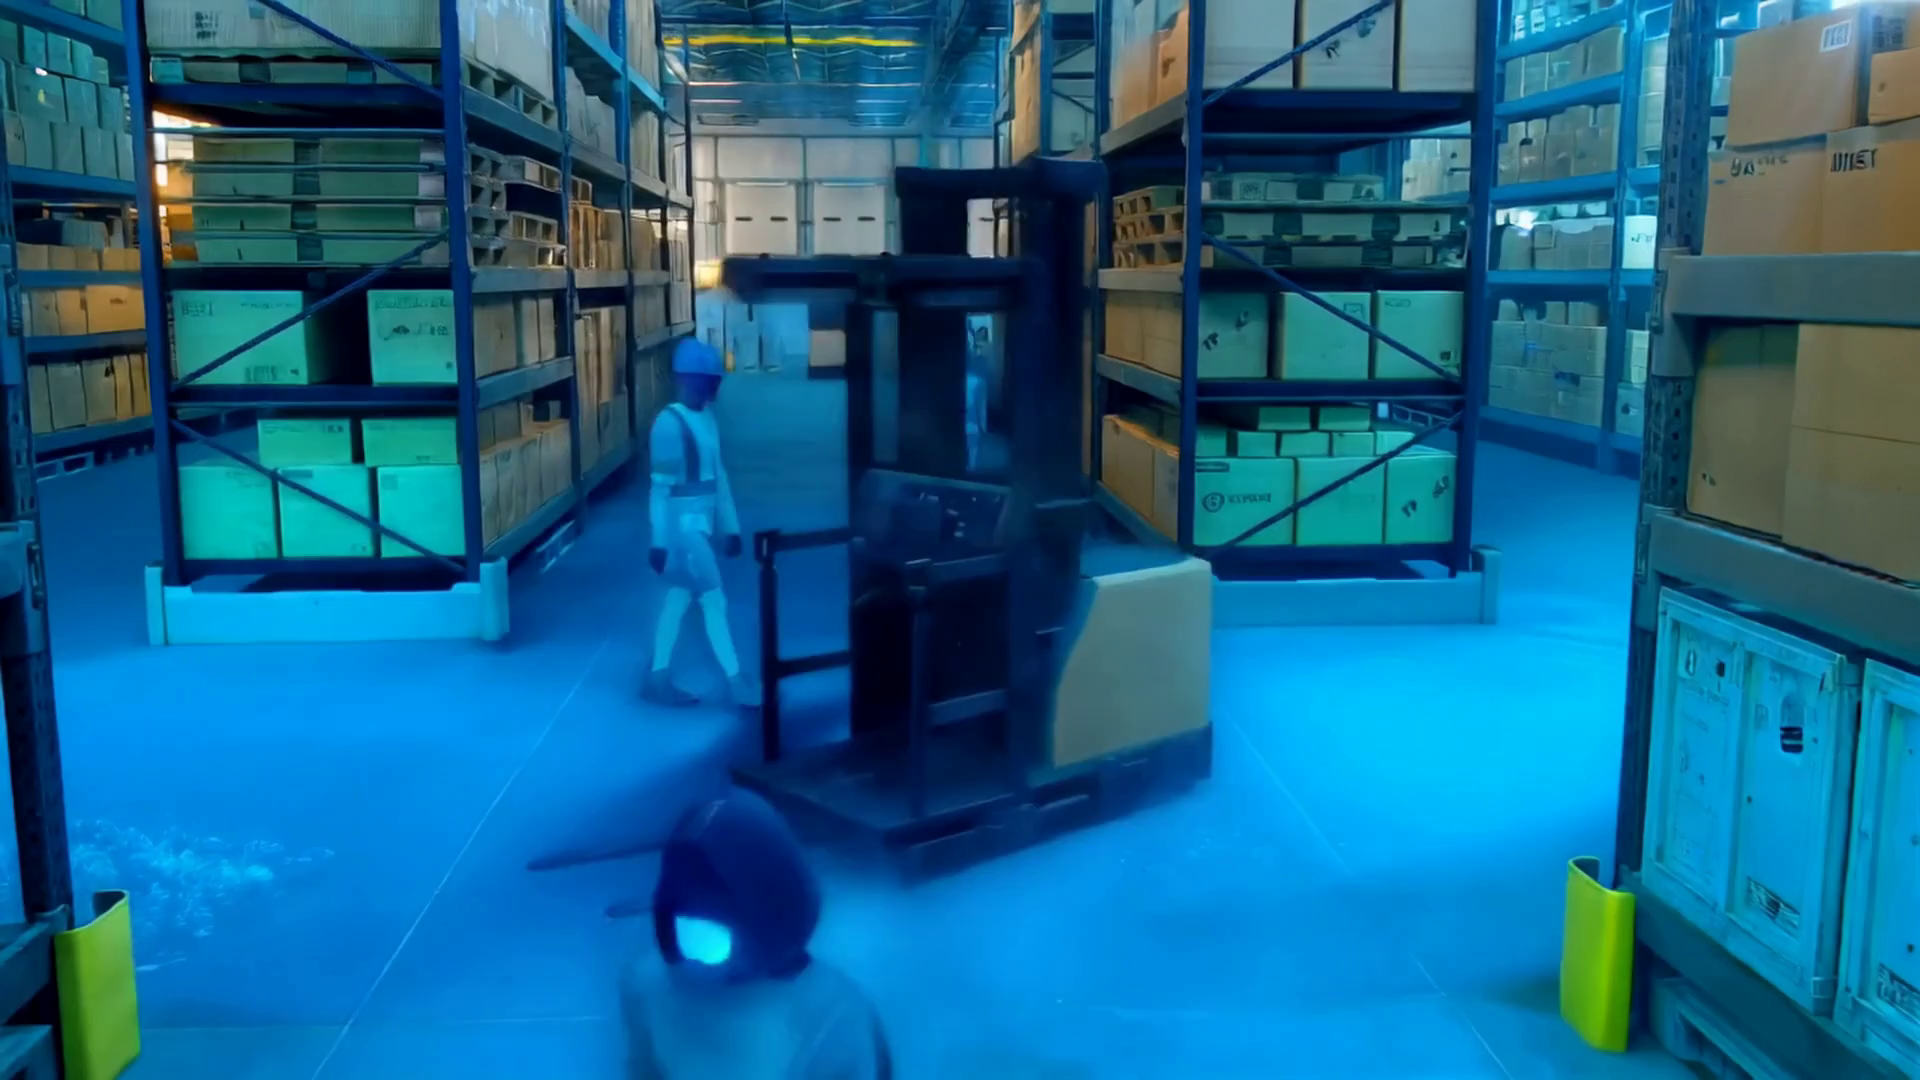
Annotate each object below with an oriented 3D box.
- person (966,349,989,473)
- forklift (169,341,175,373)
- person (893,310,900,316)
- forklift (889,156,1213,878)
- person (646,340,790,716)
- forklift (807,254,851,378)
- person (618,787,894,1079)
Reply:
[{"bbox_3d":[0.033,-1.105,16.681,0.526,1.623,0.376,-1,9,-6],"label":"person"},{"bbox_3d":[-15.707,-4.058,31.312,1.129,2.768,1.873,-1,9,-4],"label":"forklift"},{"bbox_3d":[-1.811,-6.608,50.271,0.352,1.940,0.545,5,10,27],"label":"person"},{"bbox_3d":[0.146,-0.218,7.198,1.873,2.768,1.129,-8,12,-40],"label":"forklift"},{"bbox_3d":[-1.300,-0.054,8.896,0.951,2.005,0.641,2,9,11],"label":"person"},{"bbox_3d":[-2.942,-5.145,38.138,1.129,2.768,1.873,-1,9,-4],"label":"forklift"},{"bbox_3d":[-0.287,1.149,2.637,0.506,1.605,0.796,5,10,26],"label":"person"}]
